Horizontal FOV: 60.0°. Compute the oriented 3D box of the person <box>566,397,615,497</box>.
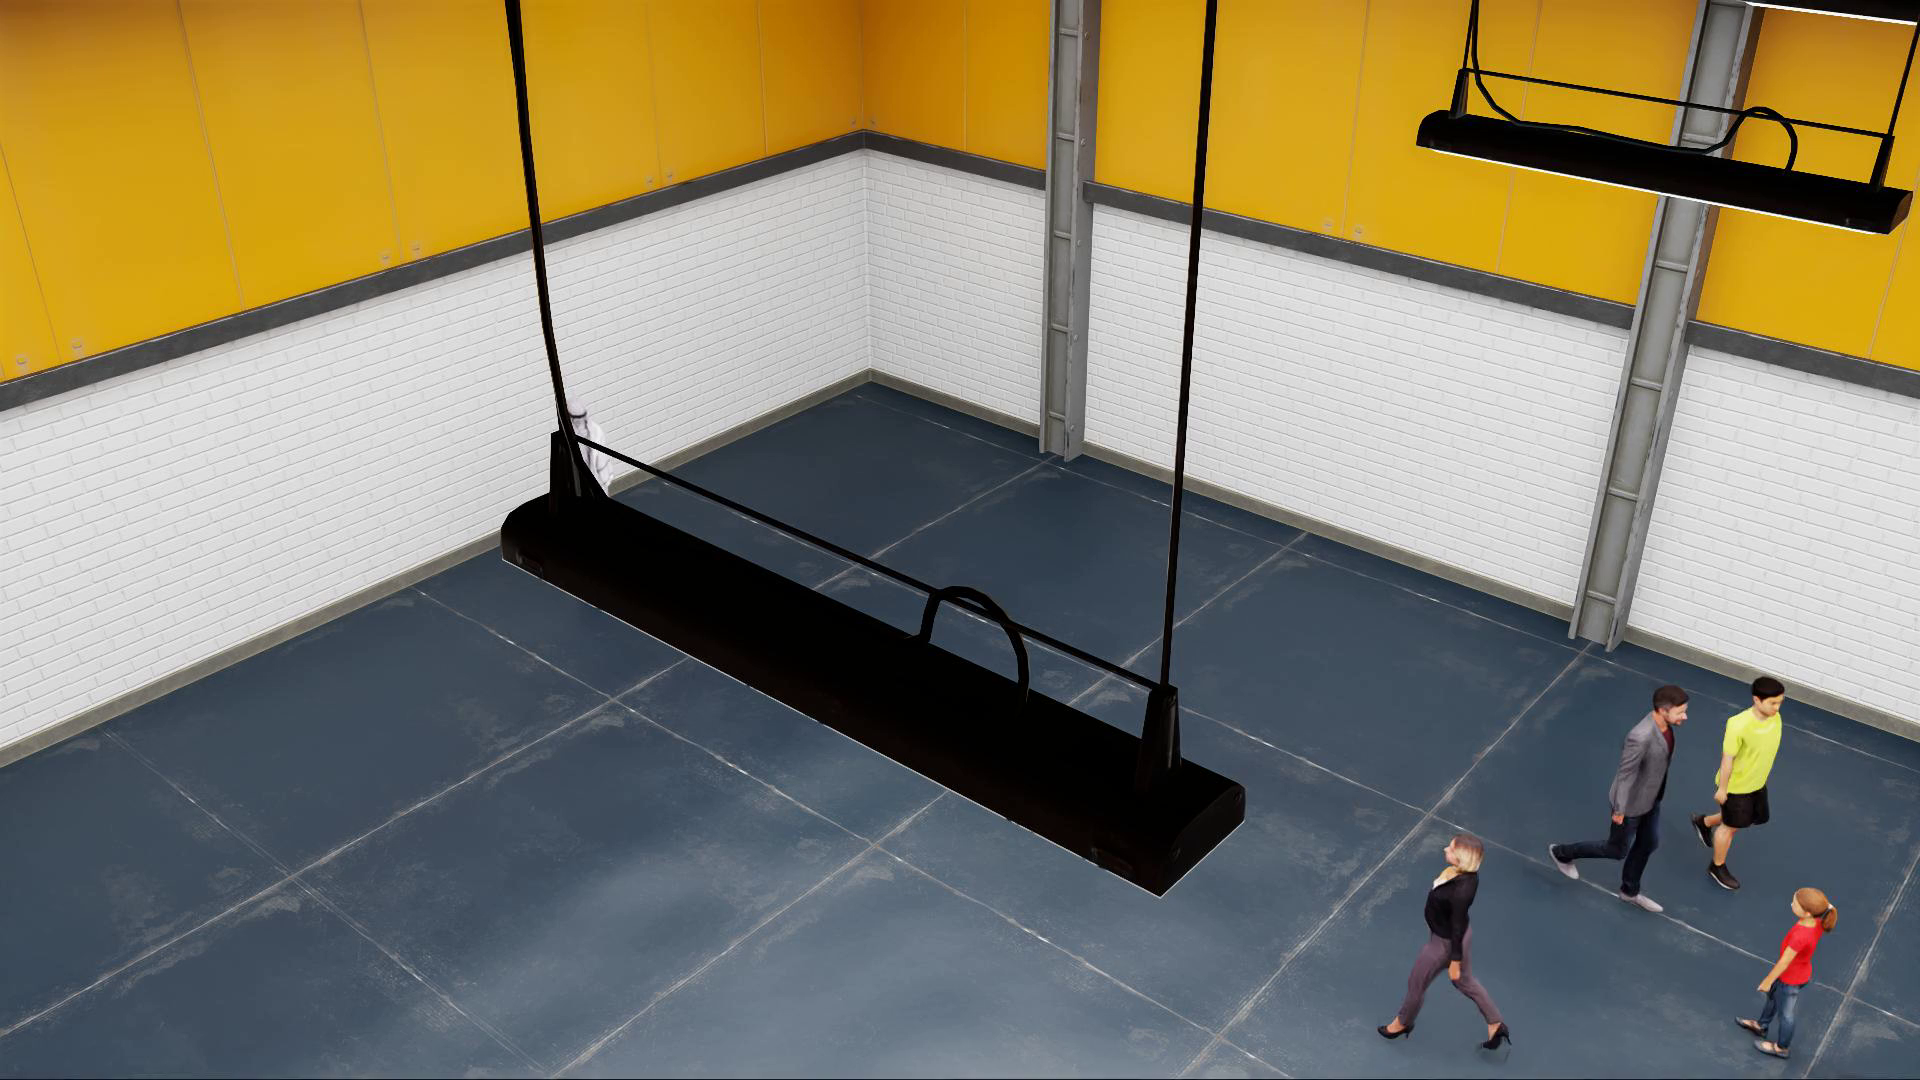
[{"bbox_3d":[-3.436,-0.417,15.302,0.597,1.925,0.668,22,35,34],"label":"person"}]

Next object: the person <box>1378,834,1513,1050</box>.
[{"bbox_3d":[3.107,2.522,10.219,1.109,1.634,0.825,11,30,19],"label":"person"}]

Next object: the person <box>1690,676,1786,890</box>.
[{"bbox_3d":[5.478,1.649,11.758,0.799,1.692,0.912,-14,32,-24],"label":"person"}]

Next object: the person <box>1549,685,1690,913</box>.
[{"bbox_3d":[4.570,1.738,11.437,1.038,1.843,0.751,21,35,33],"label":"person"}]

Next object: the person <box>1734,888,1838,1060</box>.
[{"bbox_3d":[5.192,2.693,10.248,0.597,1.306,0.511,23,36,36],"label":"person"}]
